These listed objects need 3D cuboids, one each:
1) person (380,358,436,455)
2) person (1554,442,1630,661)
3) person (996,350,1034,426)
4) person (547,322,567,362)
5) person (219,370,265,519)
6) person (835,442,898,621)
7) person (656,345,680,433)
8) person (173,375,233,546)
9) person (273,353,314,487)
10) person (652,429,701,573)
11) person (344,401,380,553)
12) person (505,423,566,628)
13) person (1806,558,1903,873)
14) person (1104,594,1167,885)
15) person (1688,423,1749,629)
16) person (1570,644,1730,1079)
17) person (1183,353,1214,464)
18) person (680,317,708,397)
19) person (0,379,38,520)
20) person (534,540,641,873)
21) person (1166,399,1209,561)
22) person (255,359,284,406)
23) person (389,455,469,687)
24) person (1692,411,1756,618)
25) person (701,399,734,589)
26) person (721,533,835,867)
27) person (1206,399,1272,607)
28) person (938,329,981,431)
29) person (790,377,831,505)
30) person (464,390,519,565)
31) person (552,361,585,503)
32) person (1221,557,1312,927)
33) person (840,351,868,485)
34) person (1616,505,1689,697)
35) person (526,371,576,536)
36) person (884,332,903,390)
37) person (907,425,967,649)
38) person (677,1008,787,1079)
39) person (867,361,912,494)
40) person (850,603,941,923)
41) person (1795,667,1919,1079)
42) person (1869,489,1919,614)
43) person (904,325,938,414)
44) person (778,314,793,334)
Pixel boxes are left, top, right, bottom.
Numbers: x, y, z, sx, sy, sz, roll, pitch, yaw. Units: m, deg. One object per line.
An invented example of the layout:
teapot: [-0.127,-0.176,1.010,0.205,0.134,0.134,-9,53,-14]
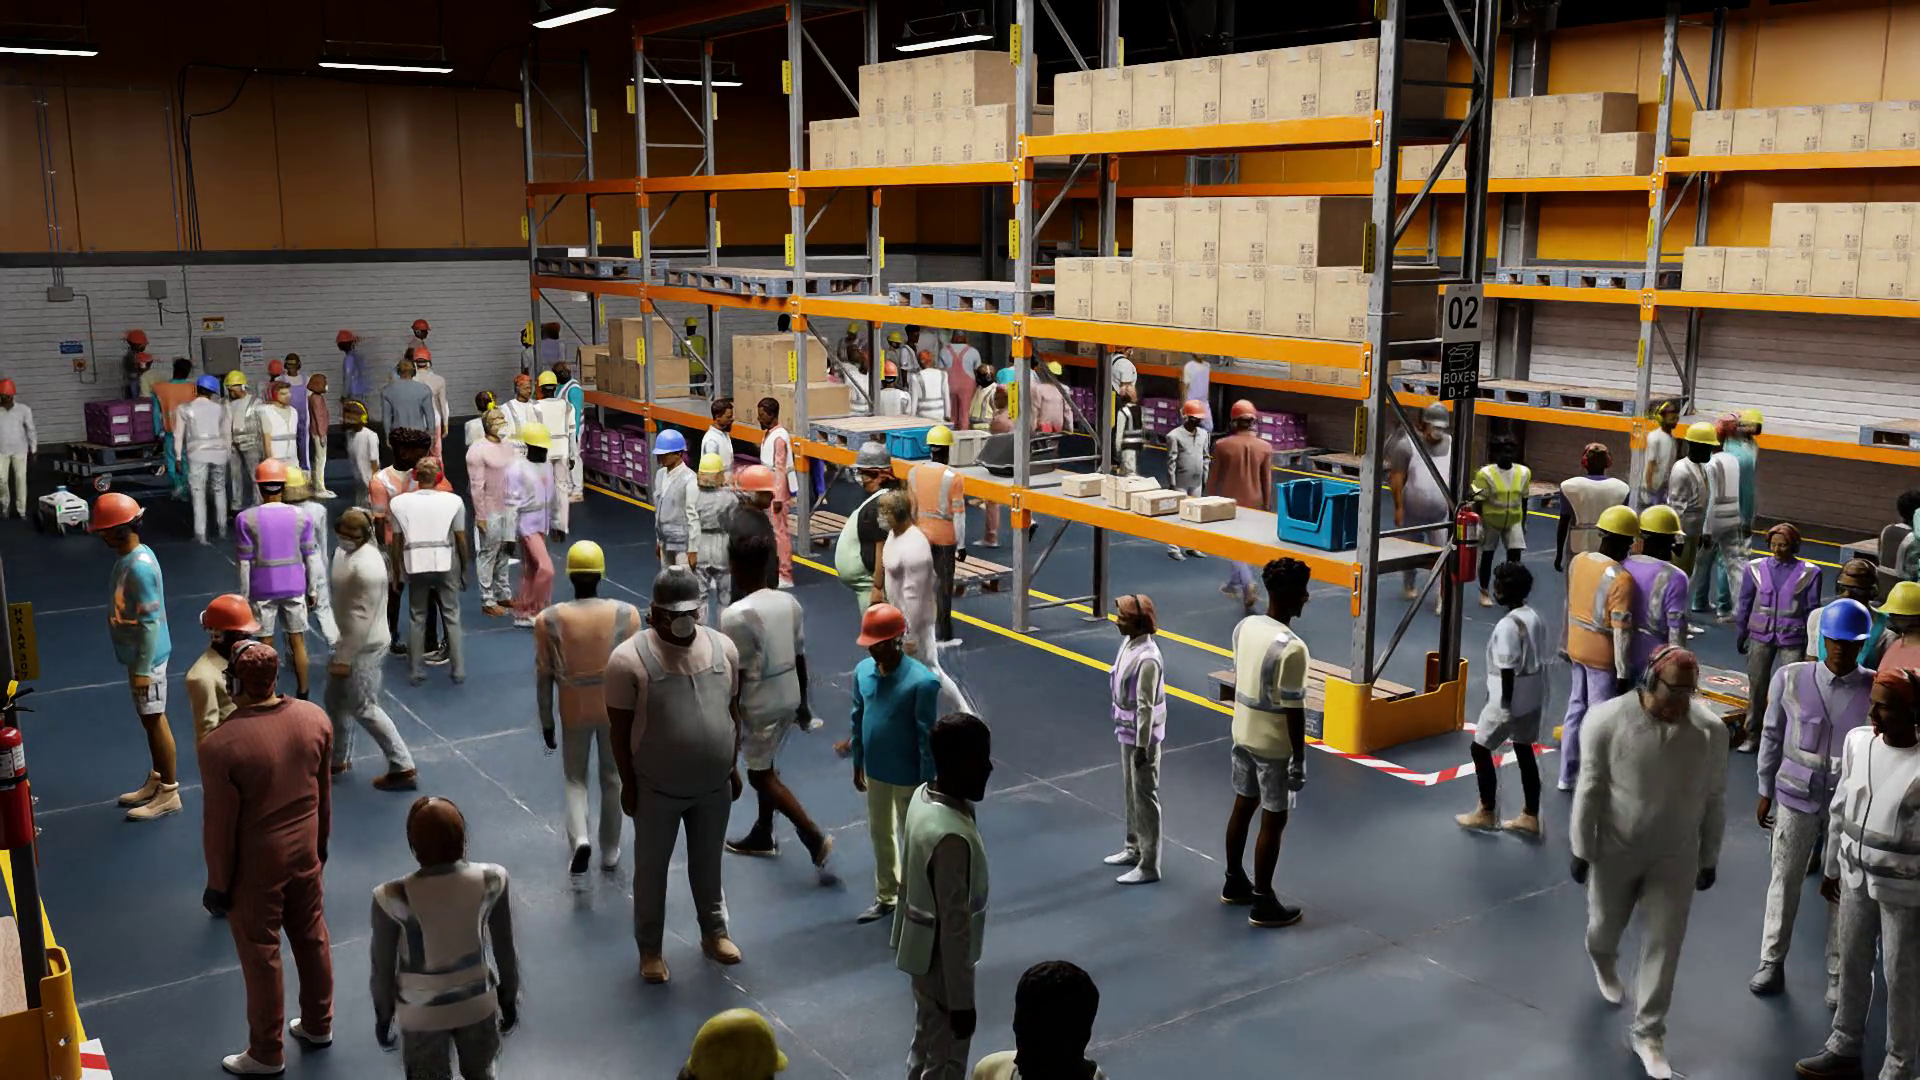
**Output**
person: [-6.866,-1.300,20.765,0.636,1.938,0.355,-1,11,-7]
person: [5.238,0.113,13.813,0.560,1.837,0.388,1,11,3]
person: [0.782,-1.790,23.514,0.573,1.843,0.374,5,12,22]
person: [-6.934,-2.814,28.669,0.338,1.879,0.574,-6,13,-29]
person: [-8.770,-1.158,20.310,0.591,1.834,0.404,1,11,7]
person: [-0.667,0.272,12.461,0.538,2.000,0.689,0,11,-2]
person: [-4.931,-2.646,27.940,0.502,1.837,0.341,0,11,-1]
person: [-8.586,-0.918,18.916,0.646,1.890,0.713,-9,14,-40]
person: [-9.068,-1.630,22.706,0.506,1.843,0.349,-8,14,-37]
person: [-2.379,0.028,13.981,0.415,1.939,0.605,-9,14,-40]
person: [-6.167,-0.533,17.128,0.681,1.834,0.409,10,15,41]
person: [-3.728,-0.097,14.733,0.669,1.887,0.724,3,11,16]
person: [4.934,0.998,9.273,0.341,1.839,0.504,-9,14,-40]
person: [0.992,1.098,9.286,0.311,1.631,0.504,-1,11,-6]
person: [6.809,-0.147,15.125,0.588,1.833,0.977,-8,13,-34]
person: [3.052,1.341,7.425,0.650,1.868,0.892,2,11,10]
person: [3.571,-2.028,24.759,0.548,1.824,0.642,-7,13,-31]
person: [-4.707,-2.969,29.341,0.388,1.926,0.590,9,15,40]
person: [-11.536,-1.093,20.219,0.590,1.736,0.380,-8,13,-34]
person: [-2.061,0.955,9.317,0.595,1.911,0.524,-2,11,-12]
person: [2.470,-0.646,17.920,0.568,1.744,0.349,-7,13,-32]
person: [-9.583,-1.709,23.412,0.557,1.723,0.659,-3,11,-13]
person: [-4.178,0.256,13.069,0.606,1.840,0.408,-2,11,-10]
person: [7.076,-0.233,15.377,0.408,1.913,0.641,-5,12,-23]
person: [-2.401,-0.453,16.528,0.404,1.906,0.598,0,11,2]
person: [-1.017,0.925,9.376,0.780,1.943,0.621,6,13,28]
person: [2.701,-0.347,15.841,0.611,1.965,0.896,-4,12,-18]
person: [-0.008,-2.443,26.356,0.691,2.000,0.870,1,11,7]
person: [-1.941,-1.446,21.250,0.688,2.000,0.536,-3,12,-17]
person: [-5.003,-0.646,17.667,0.622,1.856,0.322,5,12,25]
person: [-5.106,-1.410,21.625,0.429,1.831,0.631,-8,13,-35]
person: [1.631,1.046,8.731,0.383,1.957,0.606,-4,12,-20]
person: [-1.341,-1.667,22.870,0.443,1.858,0.622,9,14,39]
person: [4.273,0.733,10.402,0.383,1.923,0.590,-6,13,-30]
person: [-4.746,-0.998,19.299,0.592,1.911,0.398,-8,14,-35]
person: [-1.114,-2.644,28.129,0.341,1.753,0.534,4,12,20]
person: [-0.187,-0.029,14.326,0.587,1.919,0.404,8,14,35]
person: [-0.598,2.023,4.293,0.495,1.728,0.329,7,13,33]
person: [-0.864,-1.210,20.309,0.544,1.939,0.355,-2,11,-12]
person: [-0.360,1.175,8.615,0.575,1.738,0.353,9,14,39]
person: [3.839,1.436,6.905,0.338,1.882,0.582,-4,12,-18]
person: [7.023,0.449,12.456,0.323,1.687,0.534,0,11,1]
person: [-0.715,-3.092,30.199,0.650,1.851,1.006,-2,11,-10]
person: [-3.155,-3.169,30.381,0.391,1.920,0.587,0,11,-3]
